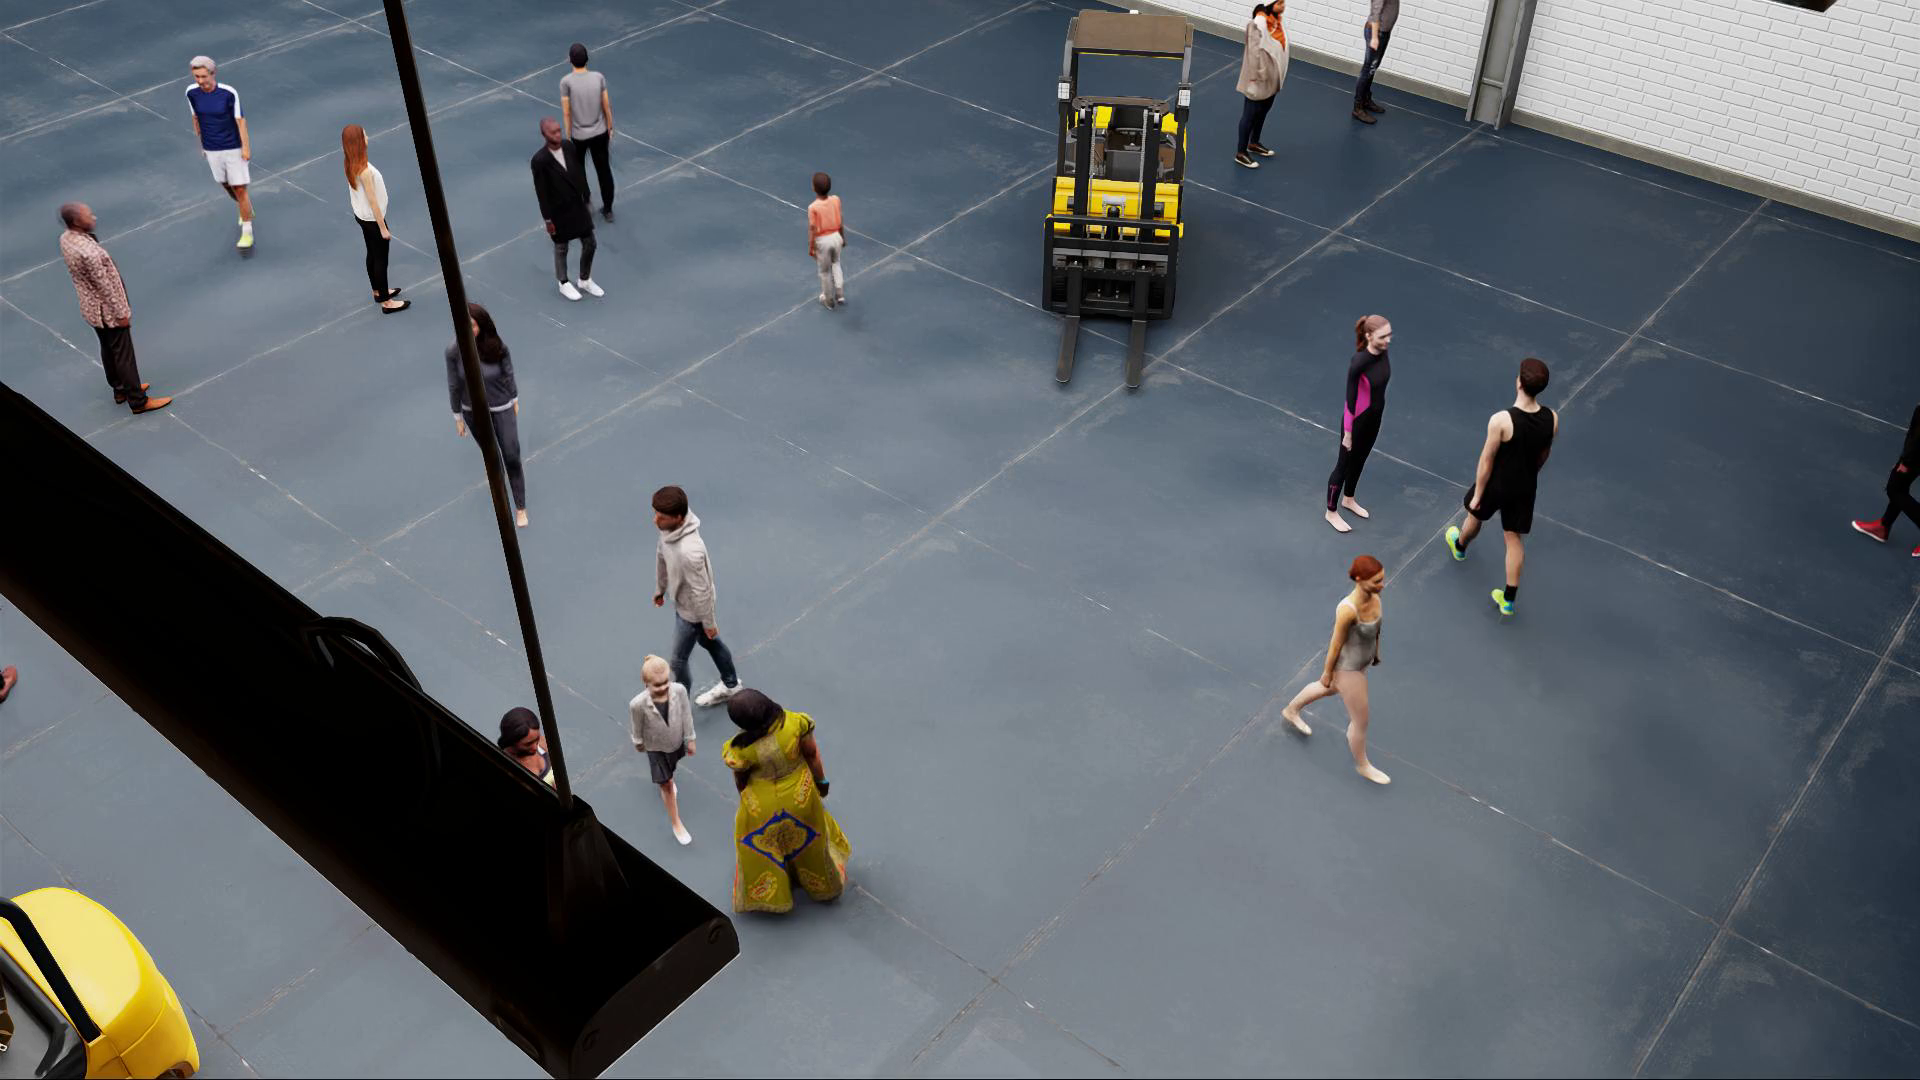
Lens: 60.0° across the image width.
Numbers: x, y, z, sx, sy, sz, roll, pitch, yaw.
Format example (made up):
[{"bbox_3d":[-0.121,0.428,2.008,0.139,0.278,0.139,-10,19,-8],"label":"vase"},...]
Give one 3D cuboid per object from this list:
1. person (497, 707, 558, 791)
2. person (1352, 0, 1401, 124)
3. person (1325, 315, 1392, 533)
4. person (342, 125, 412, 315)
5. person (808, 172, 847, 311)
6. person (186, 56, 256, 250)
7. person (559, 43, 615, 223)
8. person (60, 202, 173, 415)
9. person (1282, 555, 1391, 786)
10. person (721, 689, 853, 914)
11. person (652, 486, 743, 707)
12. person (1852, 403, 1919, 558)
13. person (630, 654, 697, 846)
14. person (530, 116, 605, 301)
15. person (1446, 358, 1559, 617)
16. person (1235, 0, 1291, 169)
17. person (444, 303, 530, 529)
[{"bbox_3d":[-2.331,1.566,9.077,0.591,1.755,0.614,16,41,19],"label":"person"},{"bbox_3d":[4.462,-5.450,17.742,0.639,1.905,0.724,19,42,22],"label":"person"},{"bbox_3d":[2.928,-0.873,12.133,0.577,1.752,0.595,-30,48,-32],"label":"person"},{"bbox_3d":[-5.180,-2.818,14.595,0.676,1.719,0.532,-23,44,-26],"label":"person"},{"bbox_3d":[-1.137,-2.613,14.674,0.571,1.300,0.608,-21,43,-24],"label":"person"},{"bbox_3d":[-6.888,-3.647,15.579,1.096,1.787,1.116,1,39,1],"label":"person"},{"bbox_3d":[-3.521,-3.844,15.864,0.775,1.739,0.809,-18,42,-21],"label":"person"},{"bbox_3d":[-6.868,-1.867,13.333,0.520,1.808,0.754,30,47,32],"label":"person"},{"bbox_3d":[2.331,0.726,10.251,1.032,1.603,0.564,27,46,30],"label":"person"},{"bbox_3d":[-0.946,1.446,9.328,1.029,1.629,0.998,-3,39,-4],"label":"person"},{"bbox_3d":[-1.600,0.387,10.496,1.008,1.826,1.031,-17,42,-20],"label":"person"},{"bbox_3d":[6.939,-0.591,11.853,0.691,1.661,0.923,-28,46,-30],"label":"person"},{"bbox_3d":[-1.790,1.157,10.002,0.703,1.241,0.943,-19,42,-22],"label":"person"},{"bbox_3d":[-3.574,-2.960,14.750,0.643,1.749,0.665,27,46,30],"label":"person"},{"bbox_3d":[3.784,-0.317,11.367,1.194,1.841,1.270,-4,39,-5],"label":"person"},{"bbox_3d":[3.062,-4.760,16.890,0.661,1.890,0.685,25,45,28],"label":"person"},{"bbox_3d":[-3.504,-1.011,12.322,0.999,1.734,1.107,-7,39,-8],"label":"person"}]
